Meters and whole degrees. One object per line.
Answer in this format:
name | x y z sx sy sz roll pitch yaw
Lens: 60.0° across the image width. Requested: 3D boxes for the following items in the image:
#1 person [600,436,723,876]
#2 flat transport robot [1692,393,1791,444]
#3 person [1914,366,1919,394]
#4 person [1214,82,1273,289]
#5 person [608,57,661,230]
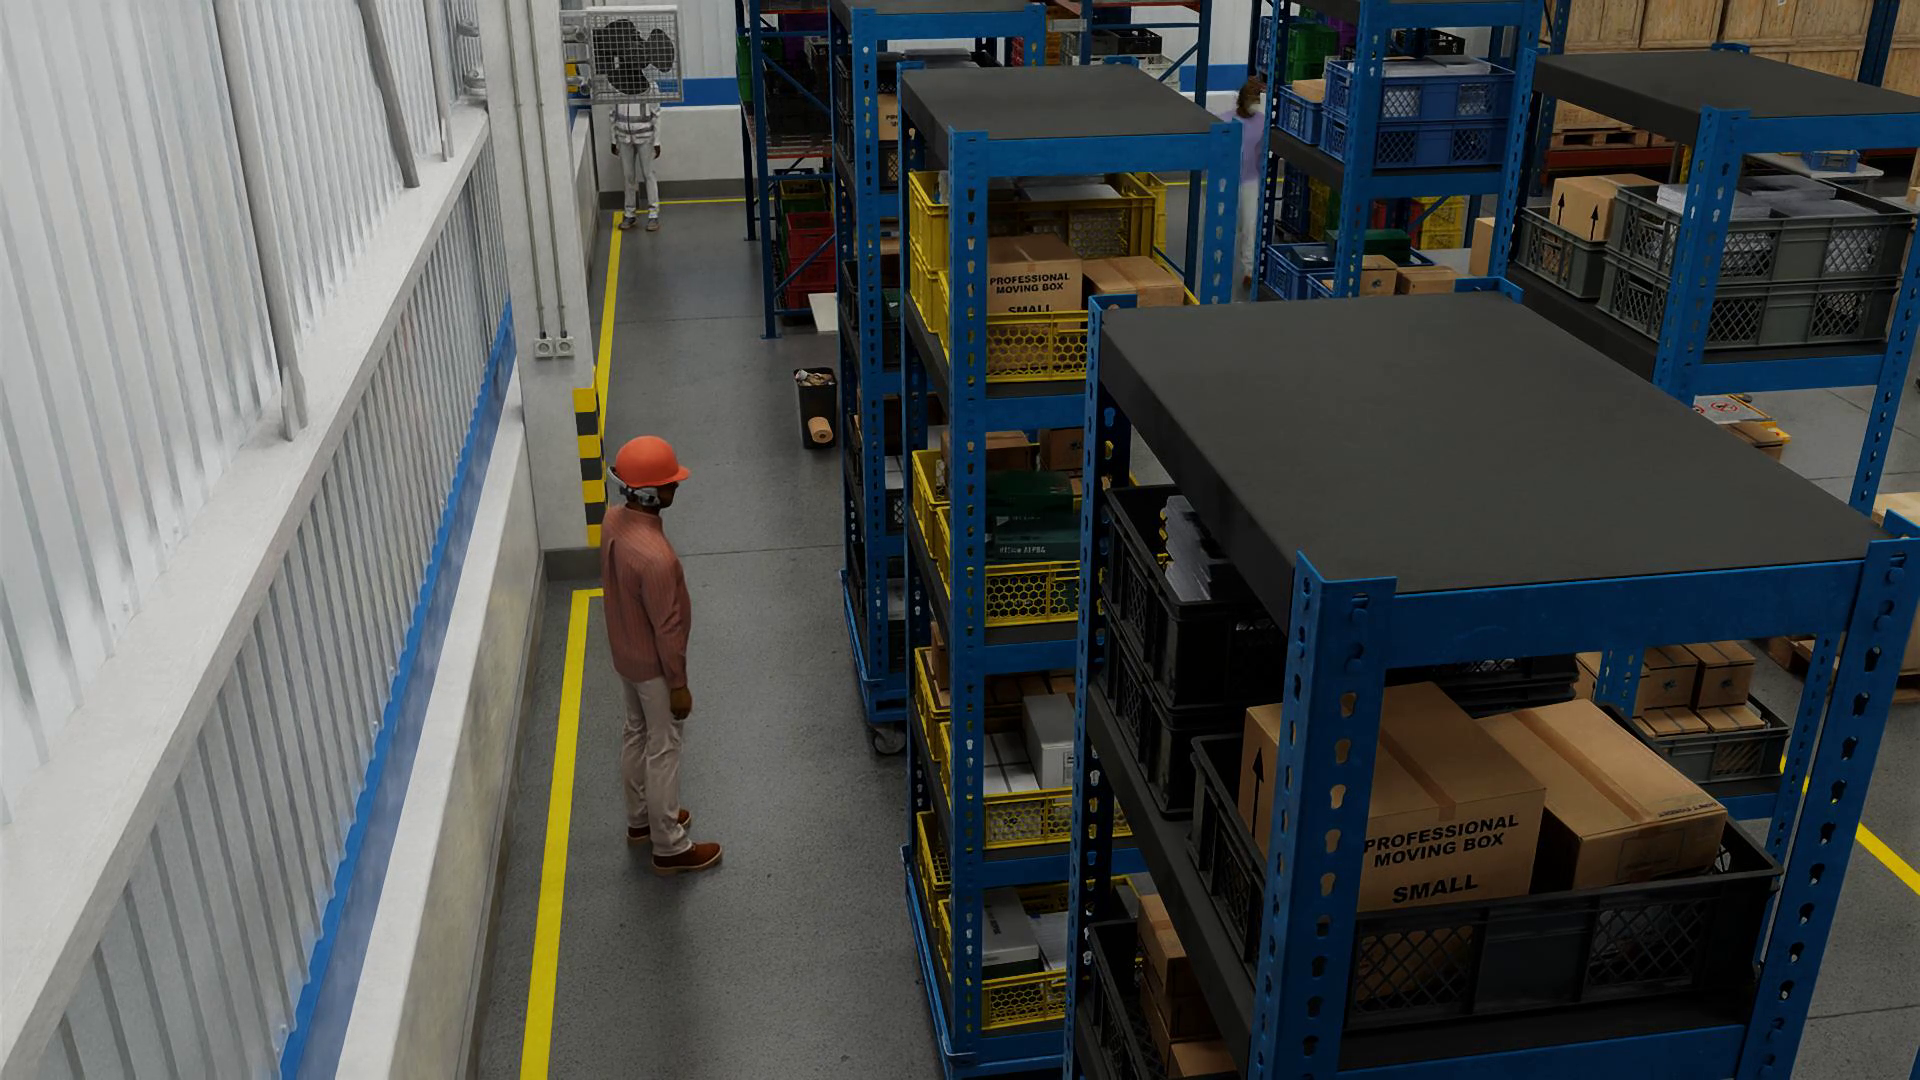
person | -1.303 0.492 7.148 0.396 1.993 0.618 -14 28 -28
flat transport robot | 5.224 -0.859 12.132 1.431 0.197 0.652 -4 25 -8
person | 7.769 -1.974 12.718 0.595 1.823 0.403 4 25 8
person | 2.607 -3.363 15.670 0.637 1.890 1.042 -3 25 -7
person | -3.415 -4.209 17.495 0.573 1.887 0.356 5 25 10
